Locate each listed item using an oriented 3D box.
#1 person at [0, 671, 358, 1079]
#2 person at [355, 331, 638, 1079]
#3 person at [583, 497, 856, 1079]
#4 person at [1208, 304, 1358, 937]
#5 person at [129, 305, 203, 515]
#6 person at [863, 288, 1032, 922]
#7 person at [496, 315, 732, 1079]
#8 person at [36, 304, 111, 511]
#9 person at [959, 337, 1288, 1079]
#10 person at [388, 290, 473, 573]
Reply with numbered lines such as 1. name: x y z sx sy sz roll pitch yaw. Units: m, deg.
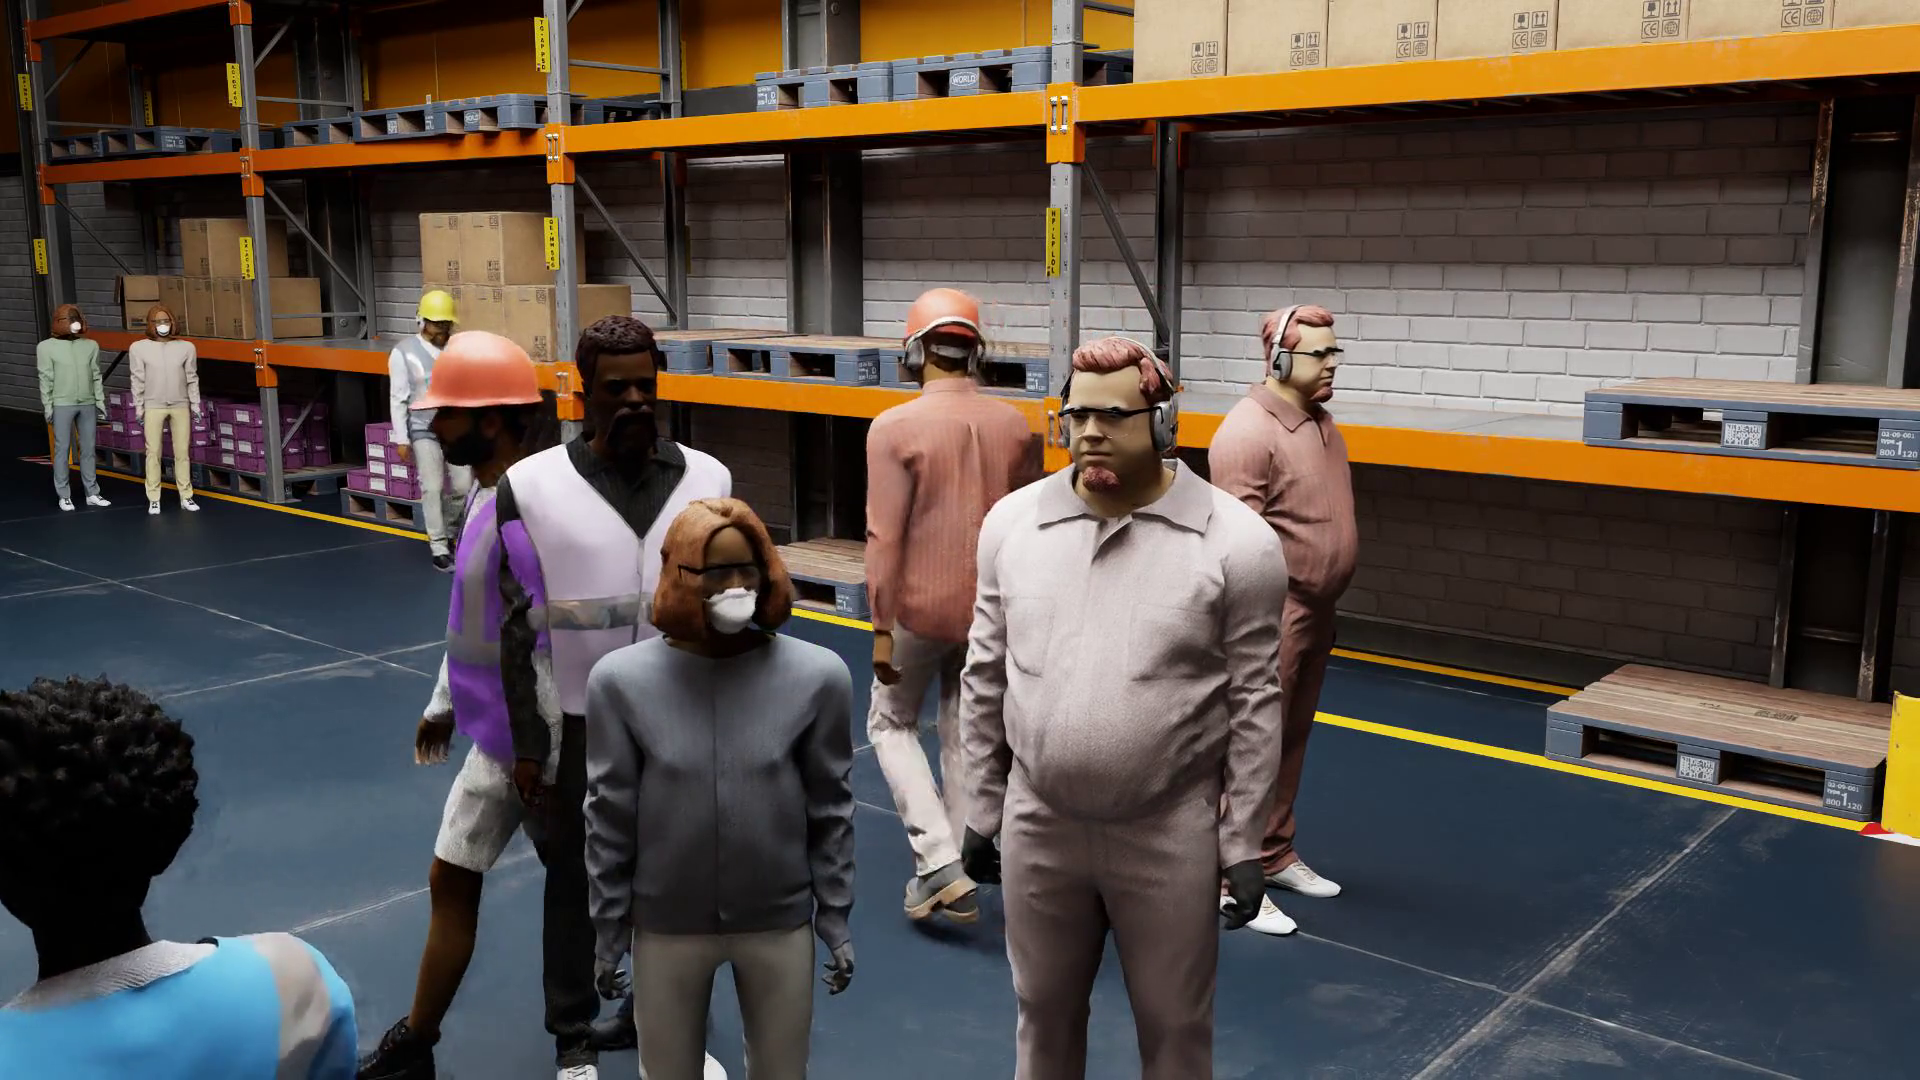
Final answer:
1. person: -0.897 0.953 1.742 0.870 1.644 0.543 6 12 30
2. person: -1.111 0.431 4.100 0.953 1.895 0.551 -3 10 -16
3. person: -0.438 0.727 3.098 0.500 1.634 0.281 -2 10 -9
4. person: 1.014 0.235 5.127 0.403 1.906 0.651 7 12 34
5. person: -6.223 -1.023 13.061 0.498 1.634 0.283 -7 12 -36
6. person: -0.049 0.215 5.126 0.613 1.960 0.491 -7 12 -33
7. person: -0.808 0.423 4.015 0.587 1.920 0.391 -6 12 -32
8. person: -7.061 -1.059 13.260 0.278 1.636 0.505 7 12 34
9. person: 0.294 0.558 3.287 0.651 1.907 0.409 4 11 21
10. person: -3.406 -0.708 10.770 0.617 1.806 0.676 -8 13 -39
